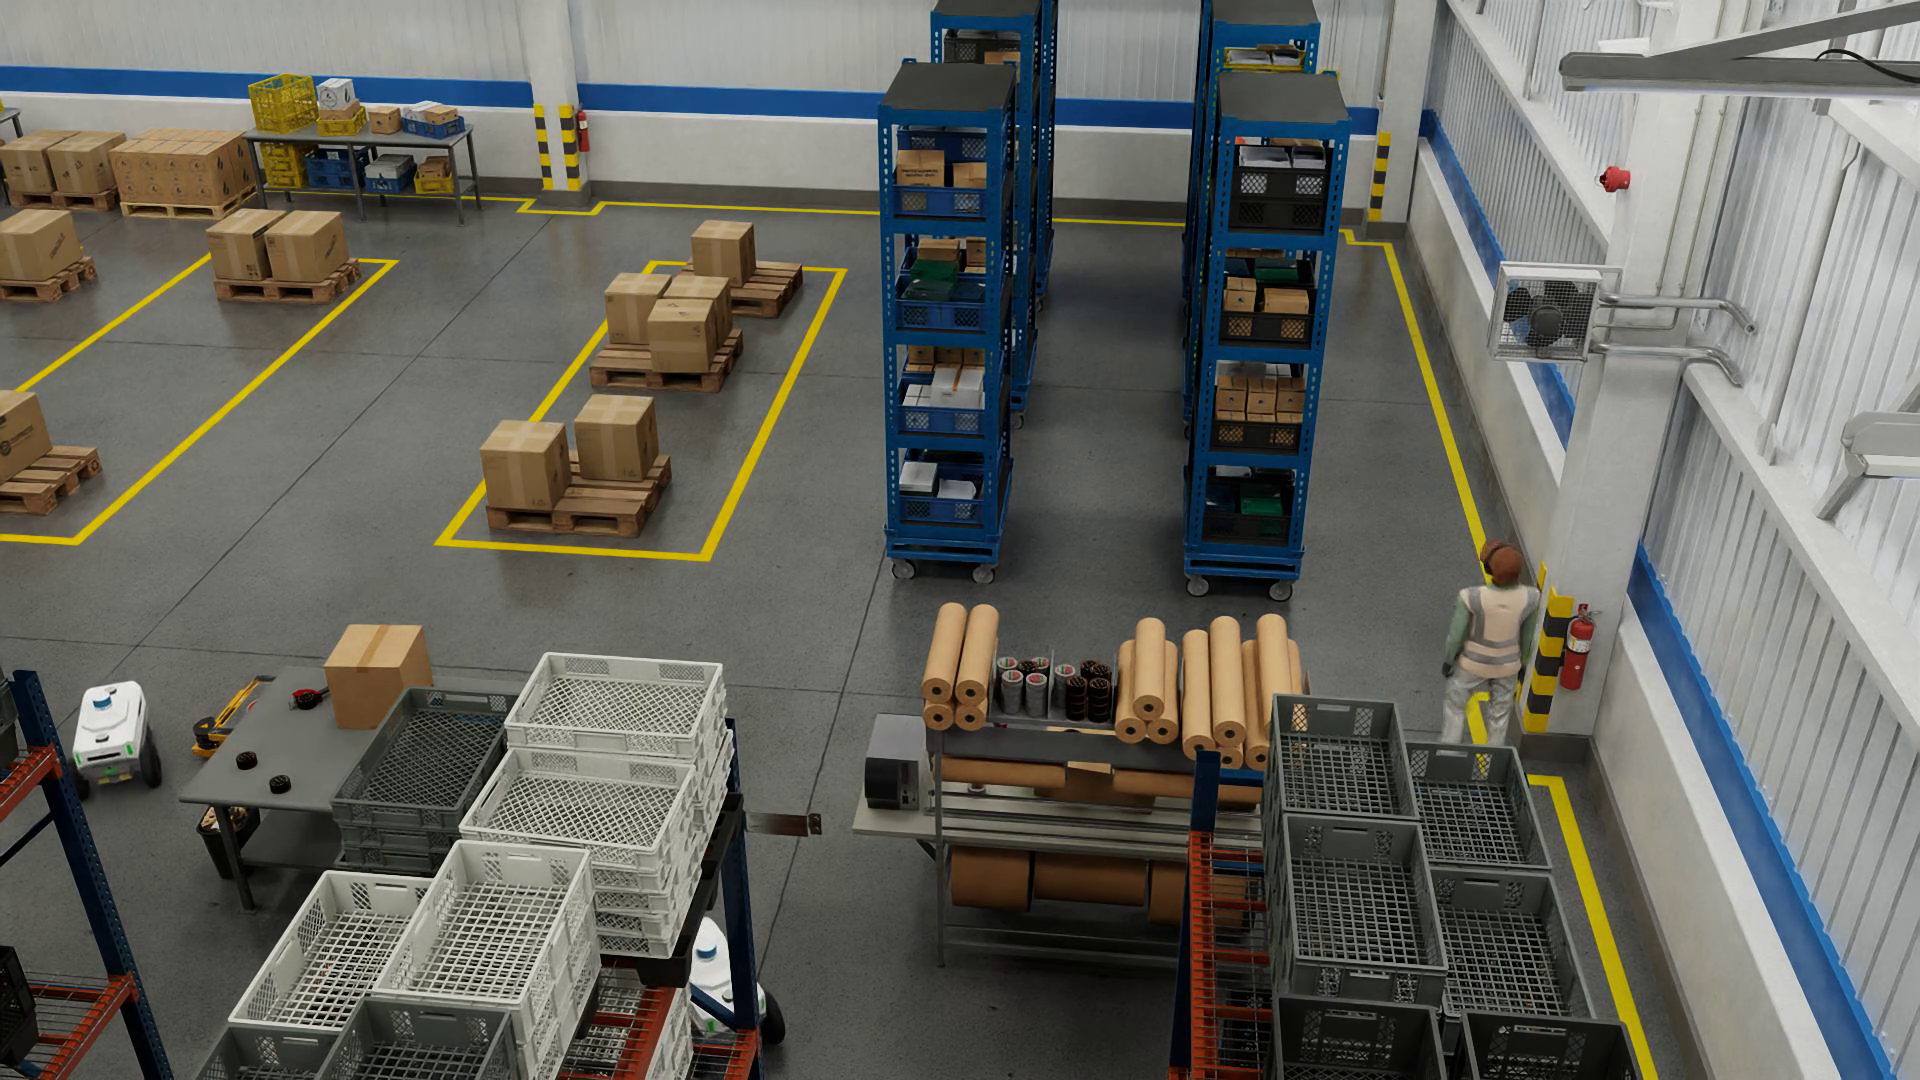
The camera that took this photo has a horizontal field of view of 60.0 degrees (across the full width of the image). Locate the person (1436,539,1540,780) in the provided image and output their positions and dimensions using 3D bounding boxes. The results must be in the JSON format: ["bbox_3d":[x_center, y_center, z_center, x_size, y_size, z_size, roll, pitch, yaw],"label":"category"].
[{"bbox_3d":[3.164,0.756,10.014,0.508,1.624,0.349,0,30,-1],"label":"person"}]

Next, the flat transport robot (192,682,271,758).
[{"bbox_3d":[-4.089,1.163,10.648,1.431,0.197,0.652,3,30,6],"label":"flat transport robot"}]

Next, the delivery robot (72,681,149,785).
[{"bbox_3d":[-5.253,1.161,10.282,0.477,0.478,0.707,-10,32,-16],"label":"delivery robot"}]

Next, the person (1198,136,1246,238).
[{"bbox_3d":[2.542,-2.882,15.897,0.612,1.995,0.379,13,33,22],"label":"person"}]

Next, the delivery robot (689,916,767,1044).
[{"bbox_3d":[-1.272,2.229,8.448,0.477,0.478,0.707,-17,35,-27],"label":"delivery robot"}]
